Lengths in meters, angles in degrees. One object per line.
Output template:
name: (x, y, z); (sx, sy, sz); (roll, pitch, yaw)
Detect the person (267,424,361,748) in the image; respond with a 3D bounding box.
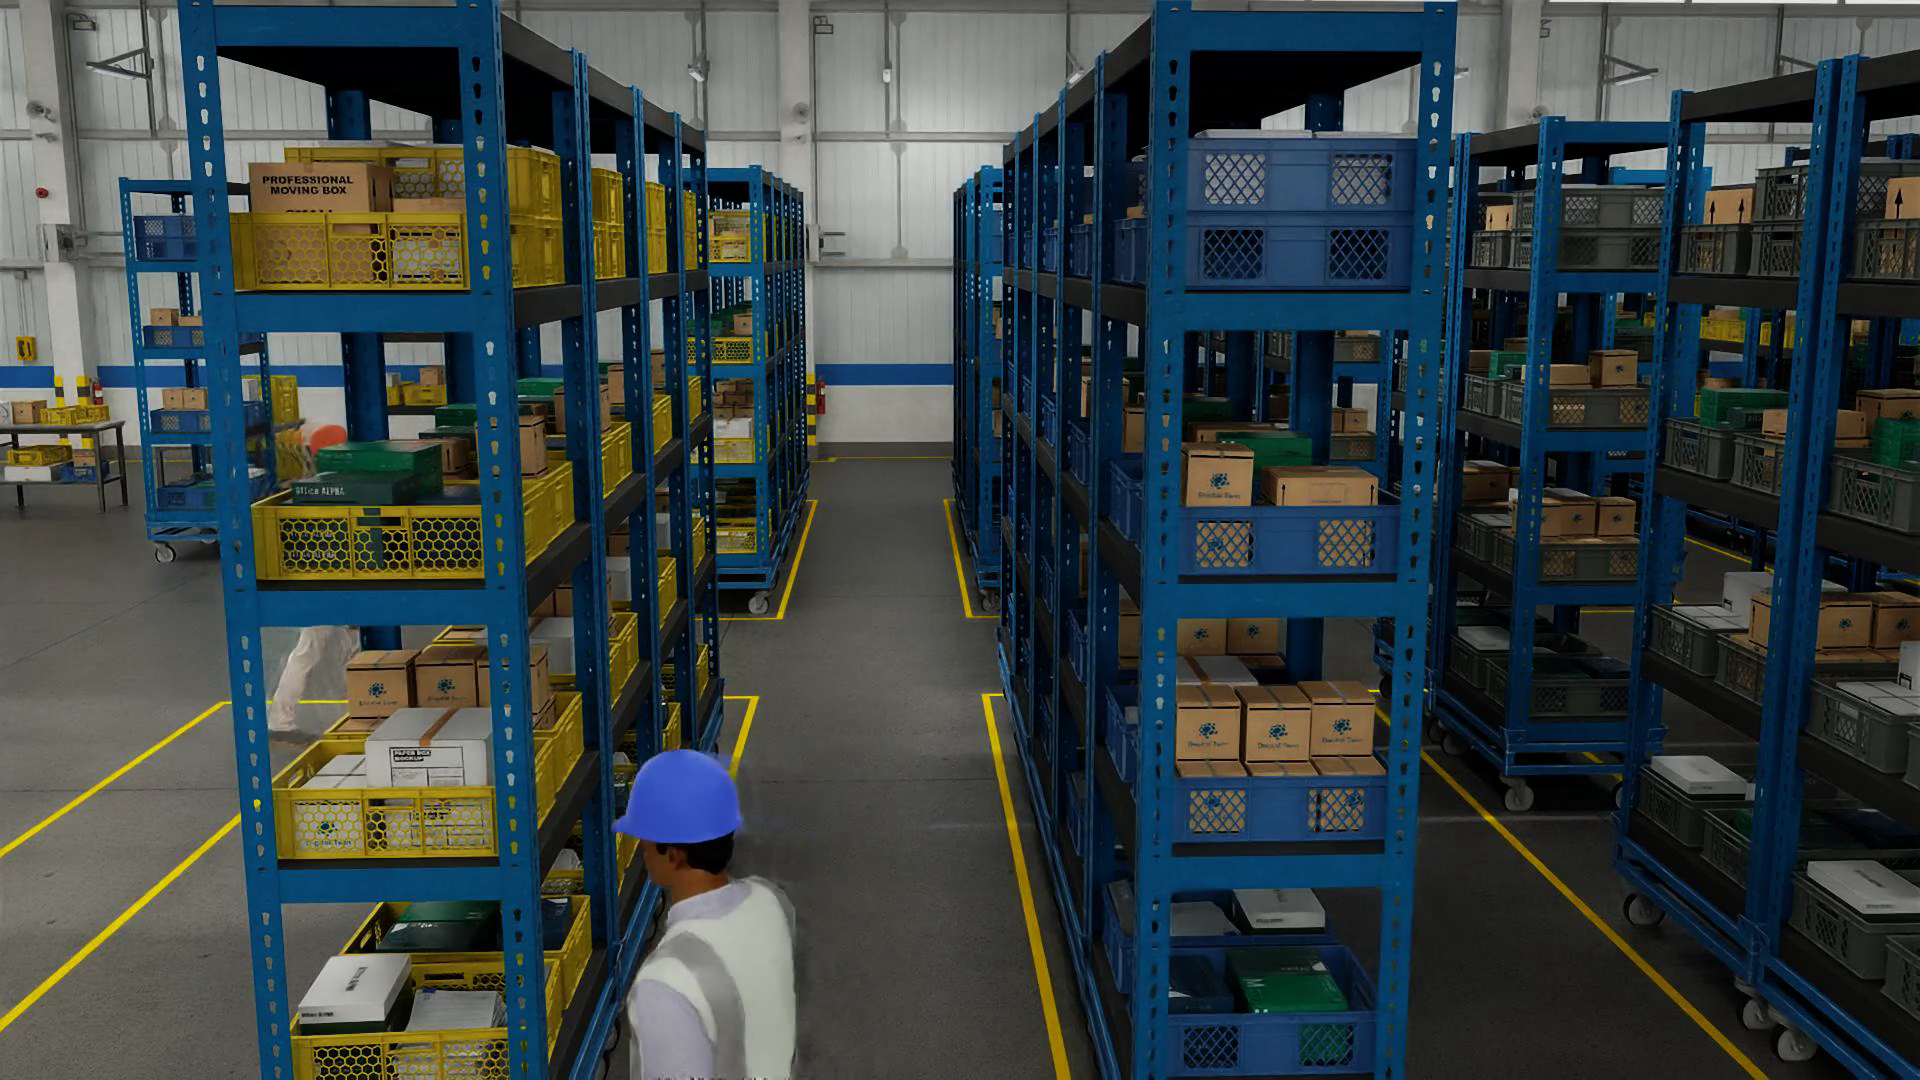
person: (-3.685, 0.283, 9.867); (1.044, 1.936, 0.650); (-2, 10, -12)

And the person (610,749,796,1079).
person: (-0.477, 1.387, 3.677); (0.965, 1.913, 0.630); (3, 10, 18)
